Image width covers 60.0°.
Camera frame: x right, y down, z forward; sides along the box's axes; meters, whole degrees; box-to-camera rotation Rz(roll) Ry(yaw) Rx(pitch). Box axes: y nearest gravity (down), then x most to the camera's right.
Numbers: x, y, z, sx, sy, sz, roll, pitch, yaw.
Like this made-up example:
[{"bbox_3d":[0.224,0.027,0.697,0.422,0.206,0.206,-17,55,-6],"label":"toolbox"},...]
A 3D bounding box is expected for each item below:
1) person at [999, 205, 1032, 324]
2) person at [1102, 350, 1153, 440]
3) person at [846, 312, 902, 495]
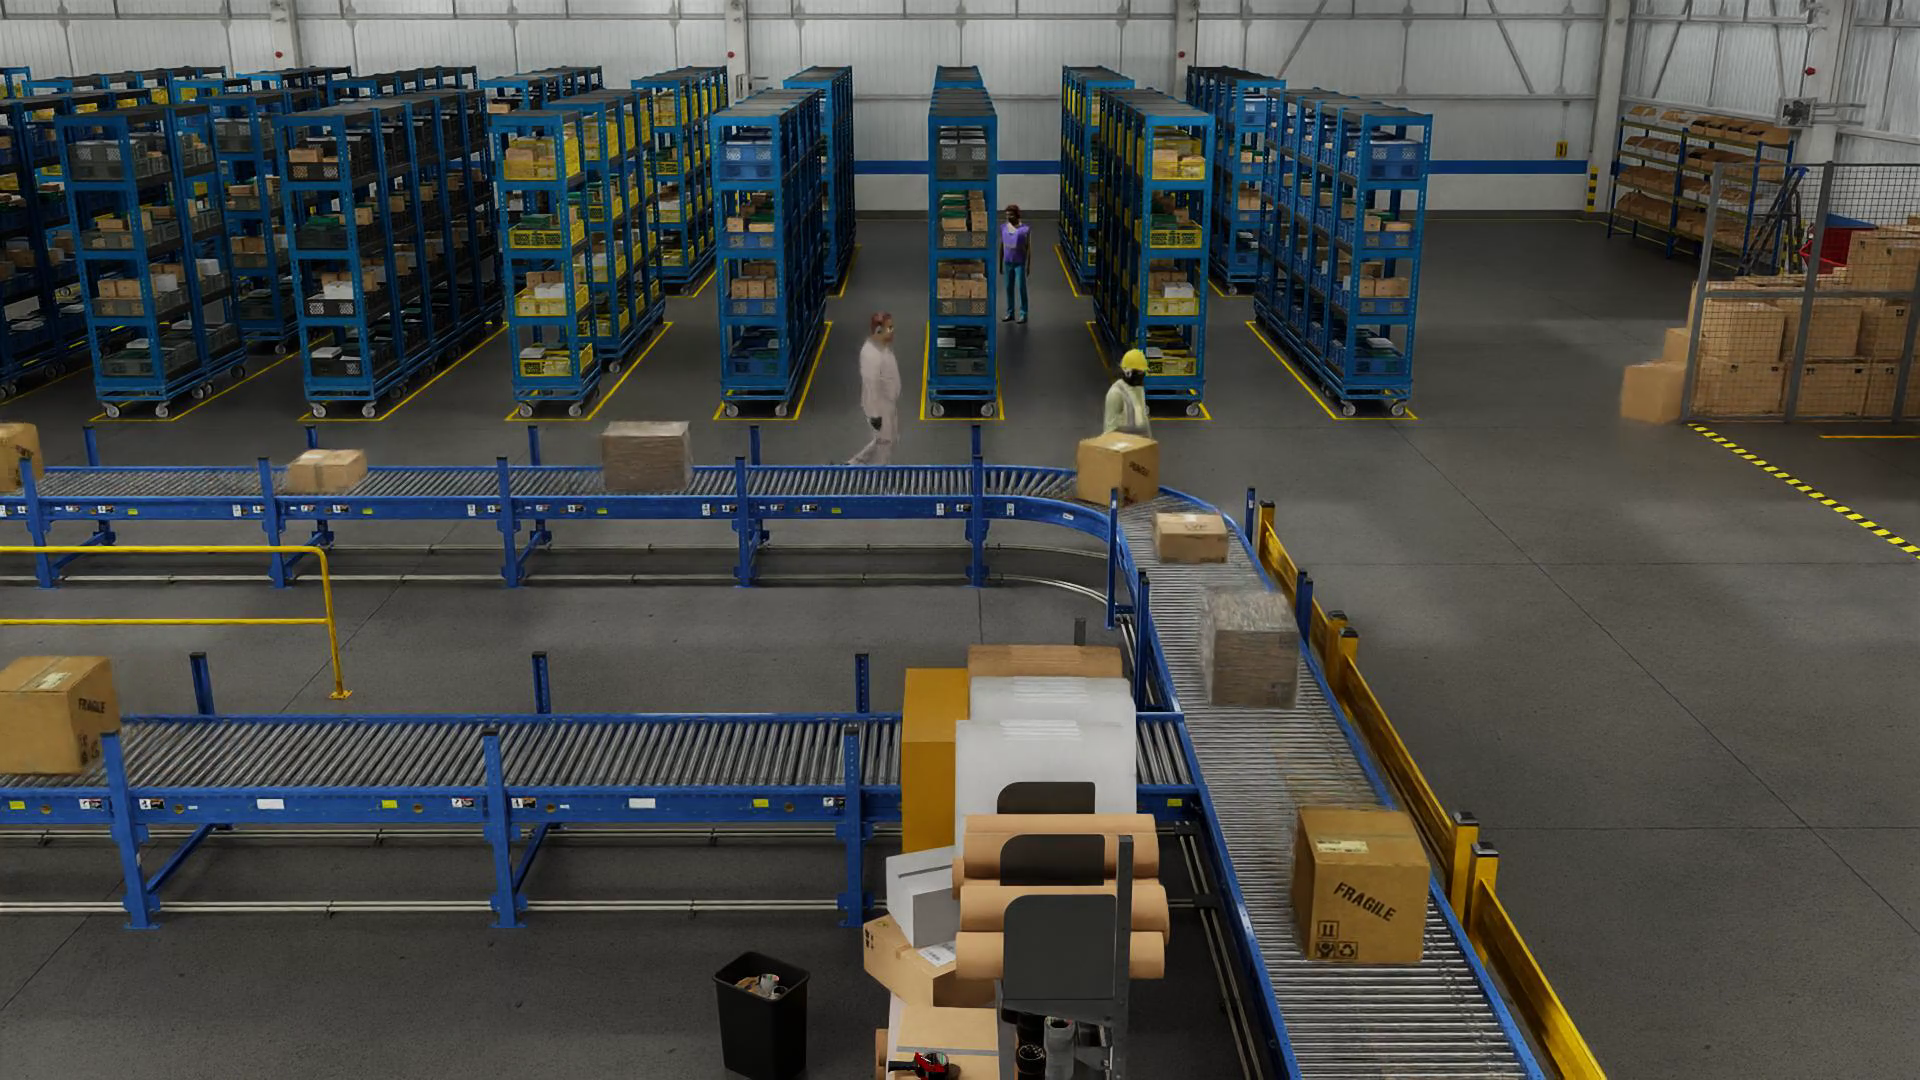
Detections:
[{"bbox_3d":[0.861,-4.310,25.960,0.571,1.831,0.407,12,21,32],"label":"person"},{"bbox_3d":[1.645,-0.867,15.398,0.898,1.788,0.614,10,20,28],"label":"person"},{"bbox_3d":[-0.840,-1.361,16.772,0.610,1.891,0.658,4,18,11],"label":"person"}]
